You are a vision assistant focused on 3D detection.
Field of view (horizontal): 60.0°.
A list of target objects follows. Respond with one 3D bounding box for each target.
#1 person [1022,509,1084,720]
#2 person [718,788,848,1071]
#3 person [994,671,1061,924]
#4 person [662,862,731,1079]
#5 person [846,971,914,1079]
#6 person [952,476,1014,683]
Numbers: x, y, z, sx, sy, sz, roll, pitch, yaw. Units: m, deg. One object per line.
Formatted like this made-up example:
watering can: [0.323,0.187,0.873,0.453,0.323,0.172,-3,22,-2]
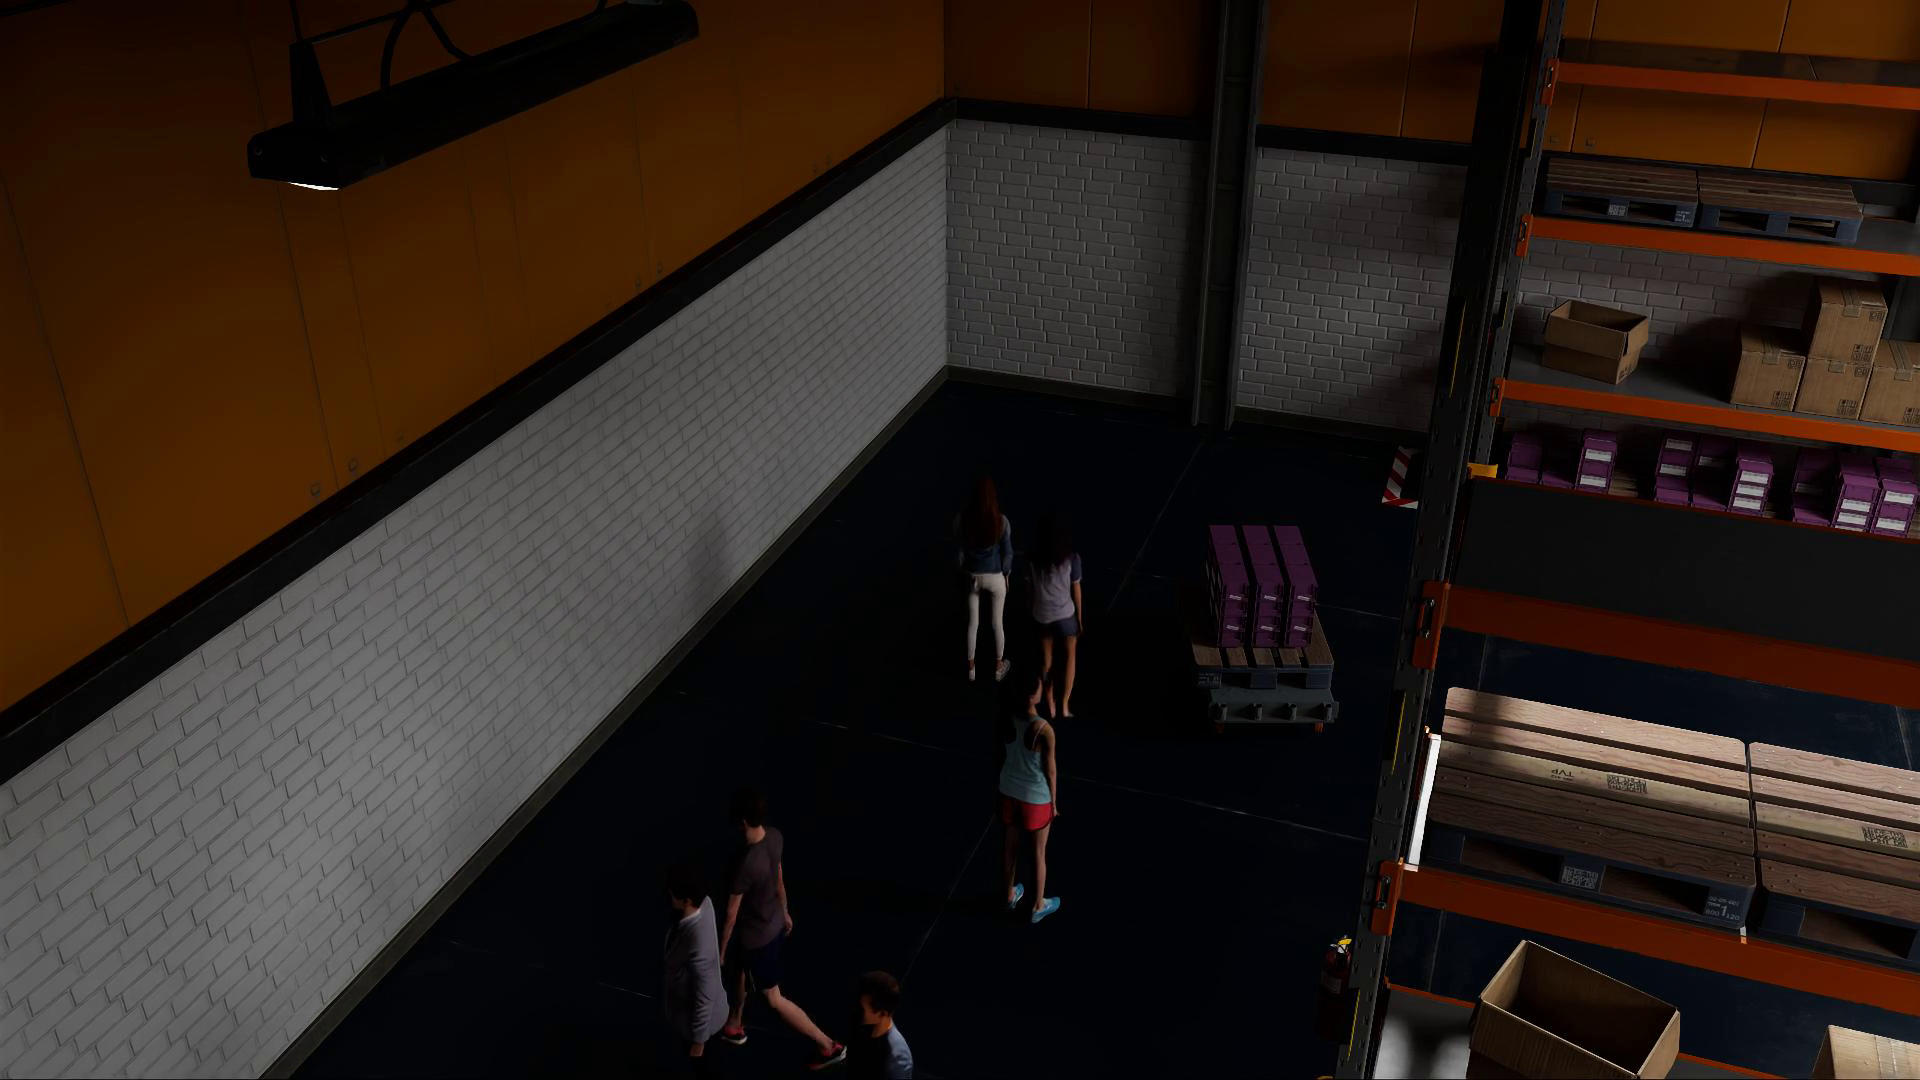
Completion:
person: [0.659,0.613,12.004,0.719,1.718,0.767,2,29,4]
person: [-1.018,2.175,9.040,1.185,1.814,0.714,6,29,12]
person: [0.402,1.571,10.201,0.552,1.764,0.682,17,33,28]
person: [-1.342,2.404,8.579,0.773,1.853,0.767,-6,29,-10]
person: [-0.368,2.763,7.967,0.782,1.810,0.721,-13,31,-22]
person: [0.170,0.307,12.582,0.534,1.702,0.716,3,29,6]
